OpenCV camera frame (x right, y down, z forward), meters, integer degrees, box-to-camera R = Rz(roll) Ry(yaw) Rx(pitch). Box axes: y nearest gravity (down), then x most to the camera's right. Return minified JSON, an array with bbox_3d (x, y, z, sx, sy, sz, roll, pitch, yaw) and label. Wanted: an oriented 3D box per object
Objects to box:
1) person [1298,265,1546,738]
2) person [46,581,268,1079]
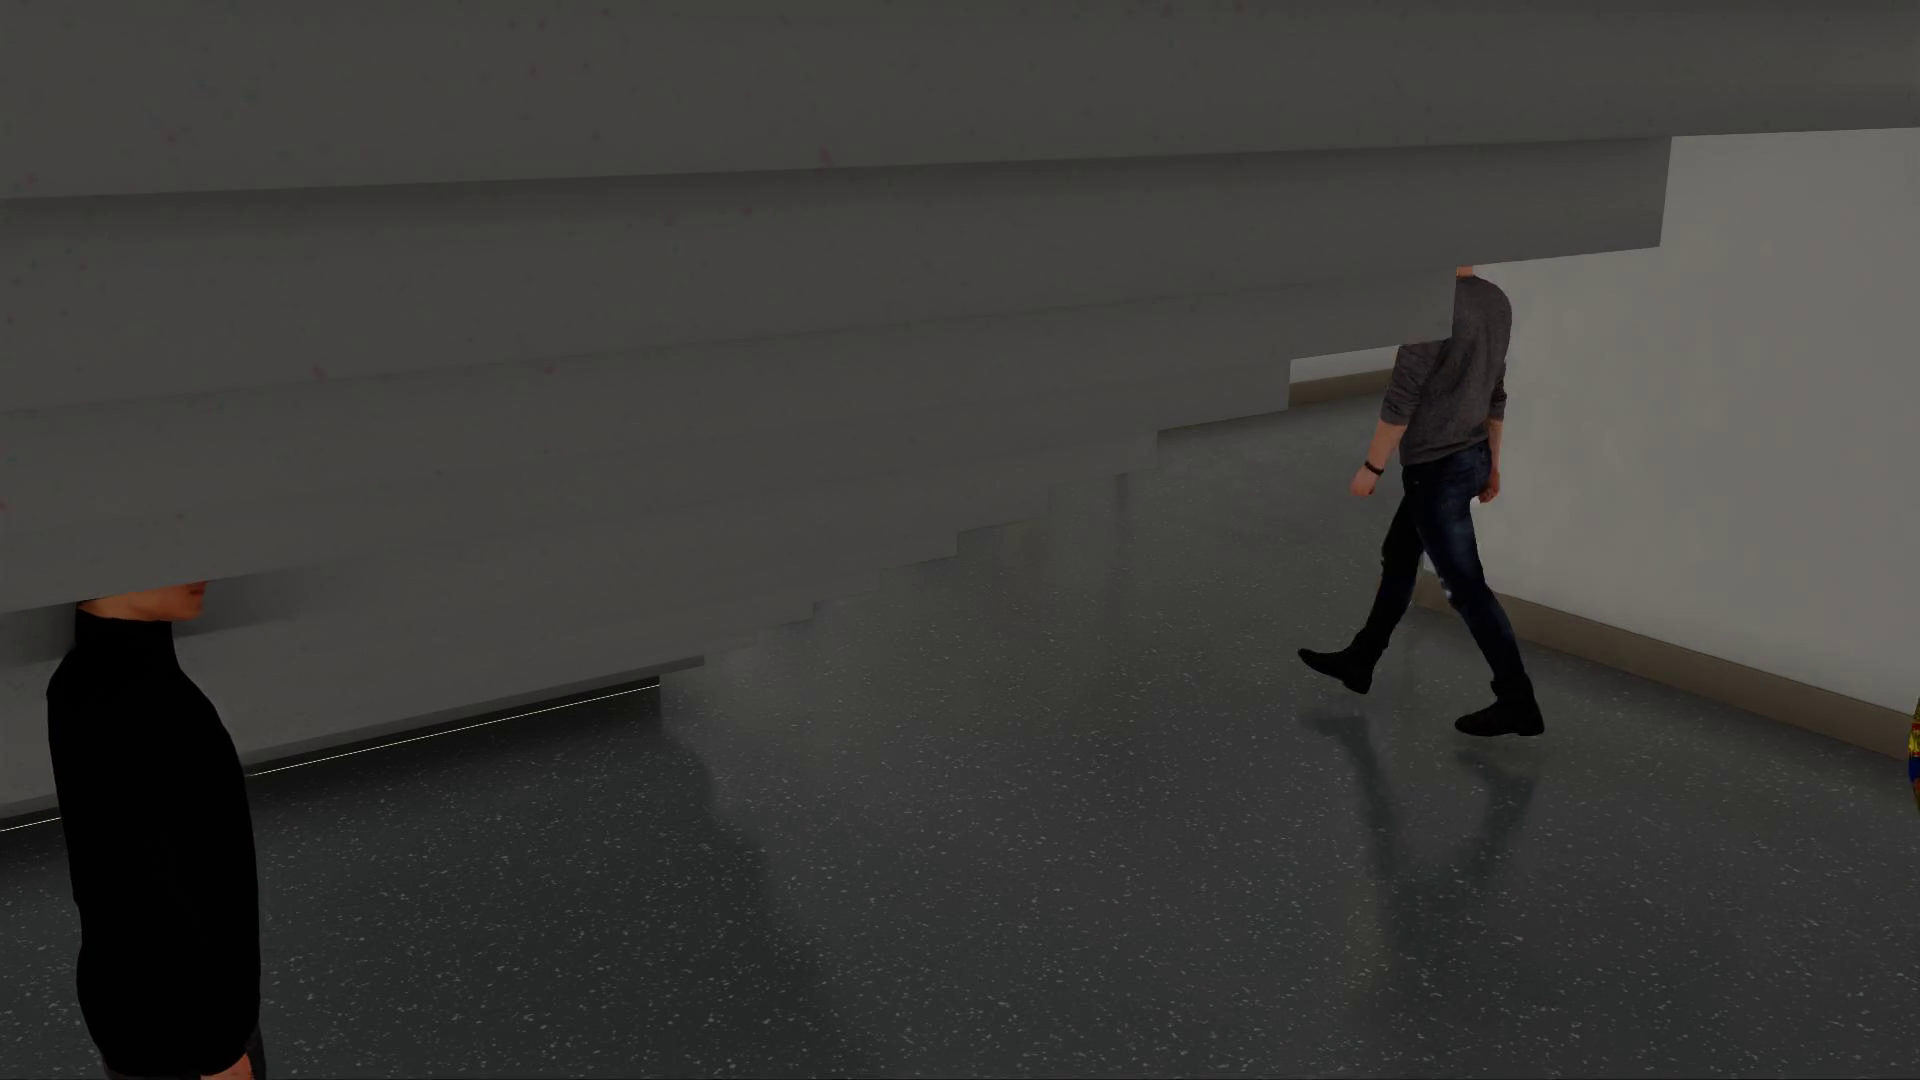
[{"bbox_3d":[1.730,-0.203,5.669,1.291,1.858,0.909,13,20,39],"label":"person"},{"bbox_3d":[-1.272,0.709,2.684,0.700,1.723,0.467,-10,19,-33],"label":"person"}]
